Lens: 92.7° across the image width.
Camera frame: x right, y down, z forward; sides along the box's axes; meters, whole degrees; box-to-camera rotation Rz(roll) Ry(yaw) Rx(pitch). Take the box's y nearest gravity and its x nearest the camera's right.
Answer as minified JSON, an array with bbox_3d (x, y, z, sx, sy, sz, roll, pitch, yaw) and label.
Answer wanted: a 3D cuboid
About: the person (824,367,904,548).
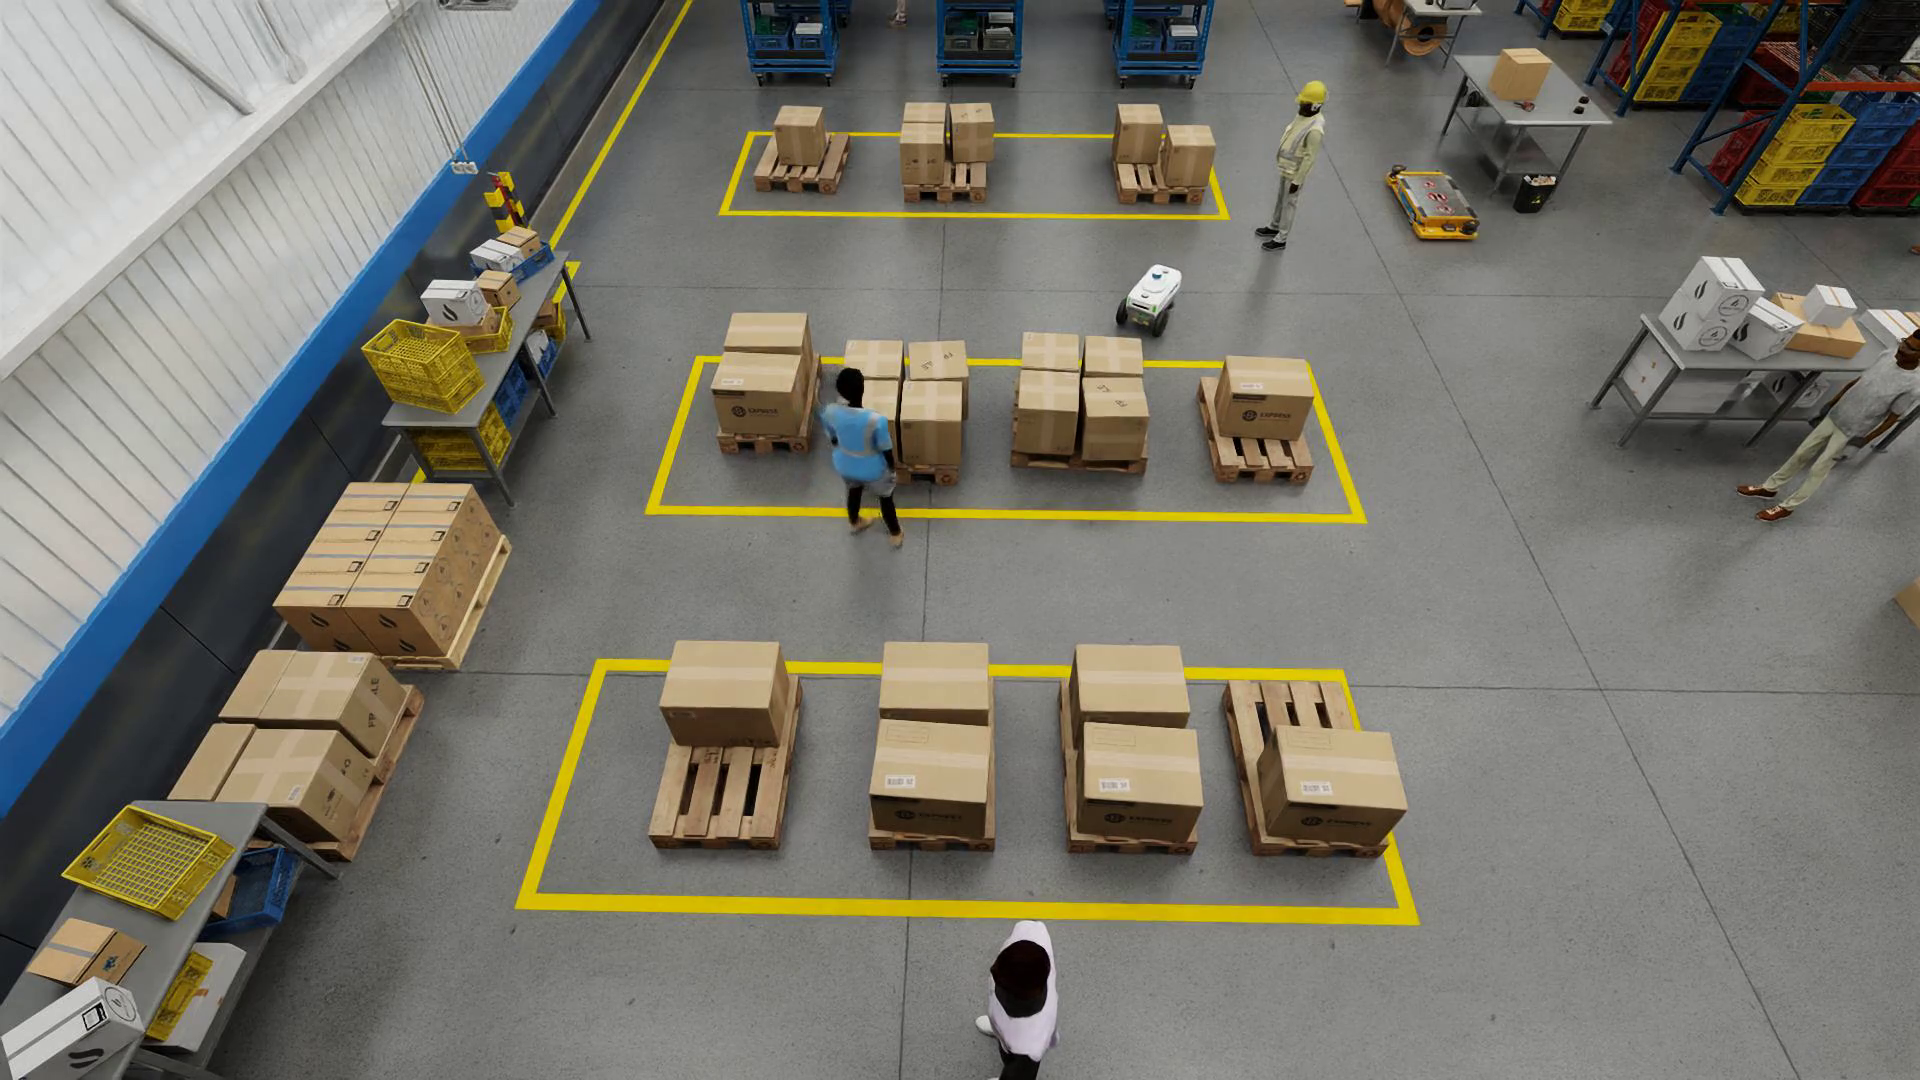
[{"bbox_3d":[-0.751,-0.595,7.111,0.575,1.670,0.364,17,51,15],"label":"person"}]

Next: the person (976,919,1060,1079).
[{"bbox_3d":[0.283,2.310,4.434,0.391,1.919,0.593,0,49,0],"label":"person"}]

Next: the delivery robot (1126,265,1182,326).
[{"bbox_3d":[2.011,-2.571,9.494,0.477,0.478,0.707,25,54,20],"label":"delivery robot"}]

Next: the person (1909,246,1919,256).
[{"bbox_3d":[11.095,-3.796,9.706,0.372,1.940,0.631,0,49,0],"label":"person"}]

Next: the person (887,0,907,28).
[{"bbox_3d":[-1.007,-9.117,14.274,0.376,1.997,0.612,0,49,0],"label":"person"}]

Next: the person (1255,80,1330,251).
[{"bbox_3d":[3.639,-4.073,10.012,0.404,1.836,0.590,0,49,0],"label":"person"}]

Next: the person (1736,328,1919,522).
[{"bbox_3d":[6.970,-0.897,7.242,0.328,1.872,0.513,0,49,0],"label":"person"}]

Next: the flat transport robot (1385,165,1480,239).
[{"bbox_3d":[5.692,-4.094,11.059,0.652,0.197,1.431,1,49,1],"label":"flat transport robot"}]
